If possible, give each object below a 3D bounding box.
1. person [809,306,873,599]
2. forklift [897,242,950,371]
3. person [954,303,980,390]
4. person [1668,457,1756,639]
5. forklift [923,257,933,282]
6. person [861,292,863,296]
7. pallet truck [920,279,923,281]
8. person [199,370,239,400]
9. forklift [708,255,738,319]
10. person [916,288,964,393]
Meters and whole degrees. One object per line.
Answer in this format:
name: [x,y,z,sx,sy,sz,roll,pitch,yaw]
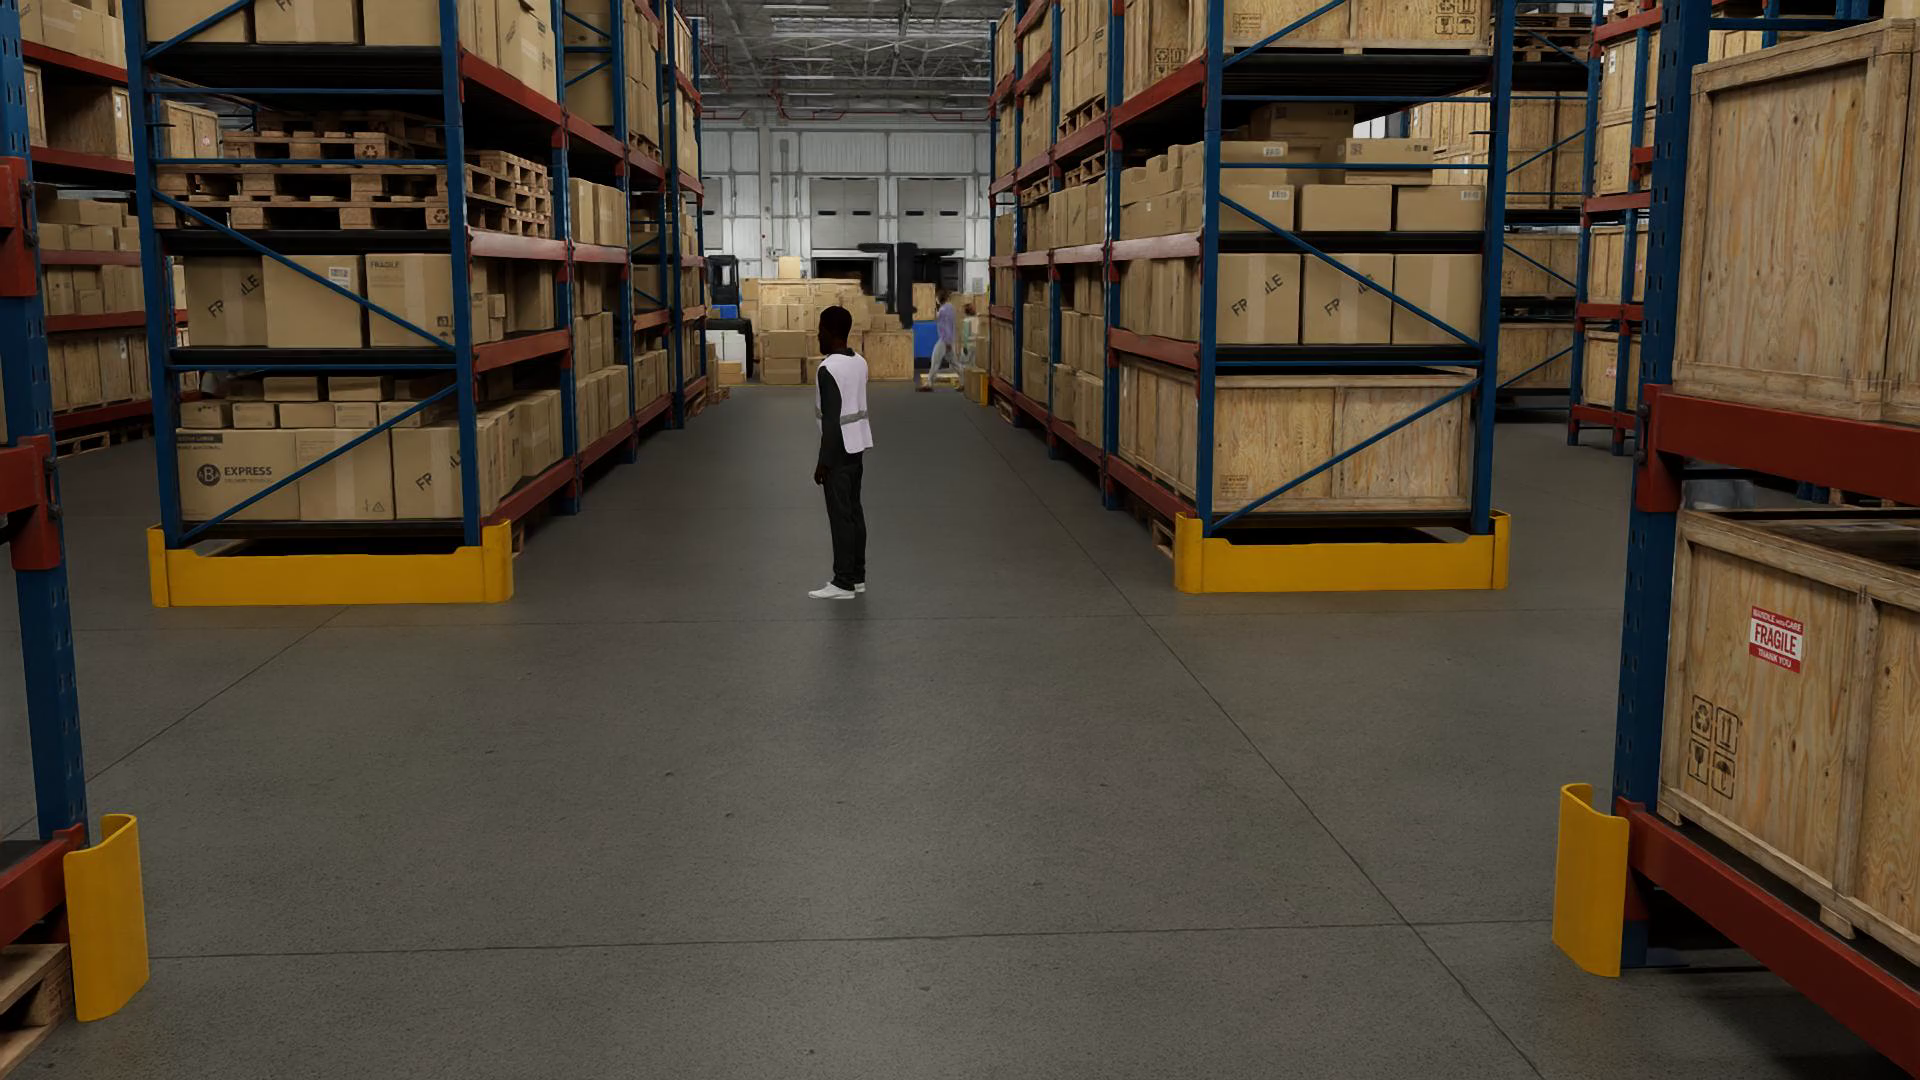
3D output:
person: [-0.778,-0.570,10.924,0.390,1.919,0.591,3,9,16]
forklift: [-1.194,-5.155,36.697,1.873,2.768,1.129,-1,9,-5]
person: [0.238,-3.550,30.559,0.674,1.617,0.523,6,11,34]
person: [4.364,-0.203,9.639,0.856,1.591,0.516,0,9,-2]
forklift: [-1.178,-6.445,44.800,1.129,2.768,1.873,-7,11,-37]
person: [-3.490,-7.887,56.907,0.927,1.910,0.634,-6,11,-35]
pallet truck: [-0.932,-8.922,63.114,1.885,1.965,0.823,2,9,13]
person: [-9.122,-2.108,20.481,0.727,1.941,0.477,4,10,25]
forklift: [-8.312,-8.585,58.236,1.129,2.768,1.873,-1,9,-4]
person: [-0.250,-3.592,30.004,1.009,1.893,0.647,1,9,4]
